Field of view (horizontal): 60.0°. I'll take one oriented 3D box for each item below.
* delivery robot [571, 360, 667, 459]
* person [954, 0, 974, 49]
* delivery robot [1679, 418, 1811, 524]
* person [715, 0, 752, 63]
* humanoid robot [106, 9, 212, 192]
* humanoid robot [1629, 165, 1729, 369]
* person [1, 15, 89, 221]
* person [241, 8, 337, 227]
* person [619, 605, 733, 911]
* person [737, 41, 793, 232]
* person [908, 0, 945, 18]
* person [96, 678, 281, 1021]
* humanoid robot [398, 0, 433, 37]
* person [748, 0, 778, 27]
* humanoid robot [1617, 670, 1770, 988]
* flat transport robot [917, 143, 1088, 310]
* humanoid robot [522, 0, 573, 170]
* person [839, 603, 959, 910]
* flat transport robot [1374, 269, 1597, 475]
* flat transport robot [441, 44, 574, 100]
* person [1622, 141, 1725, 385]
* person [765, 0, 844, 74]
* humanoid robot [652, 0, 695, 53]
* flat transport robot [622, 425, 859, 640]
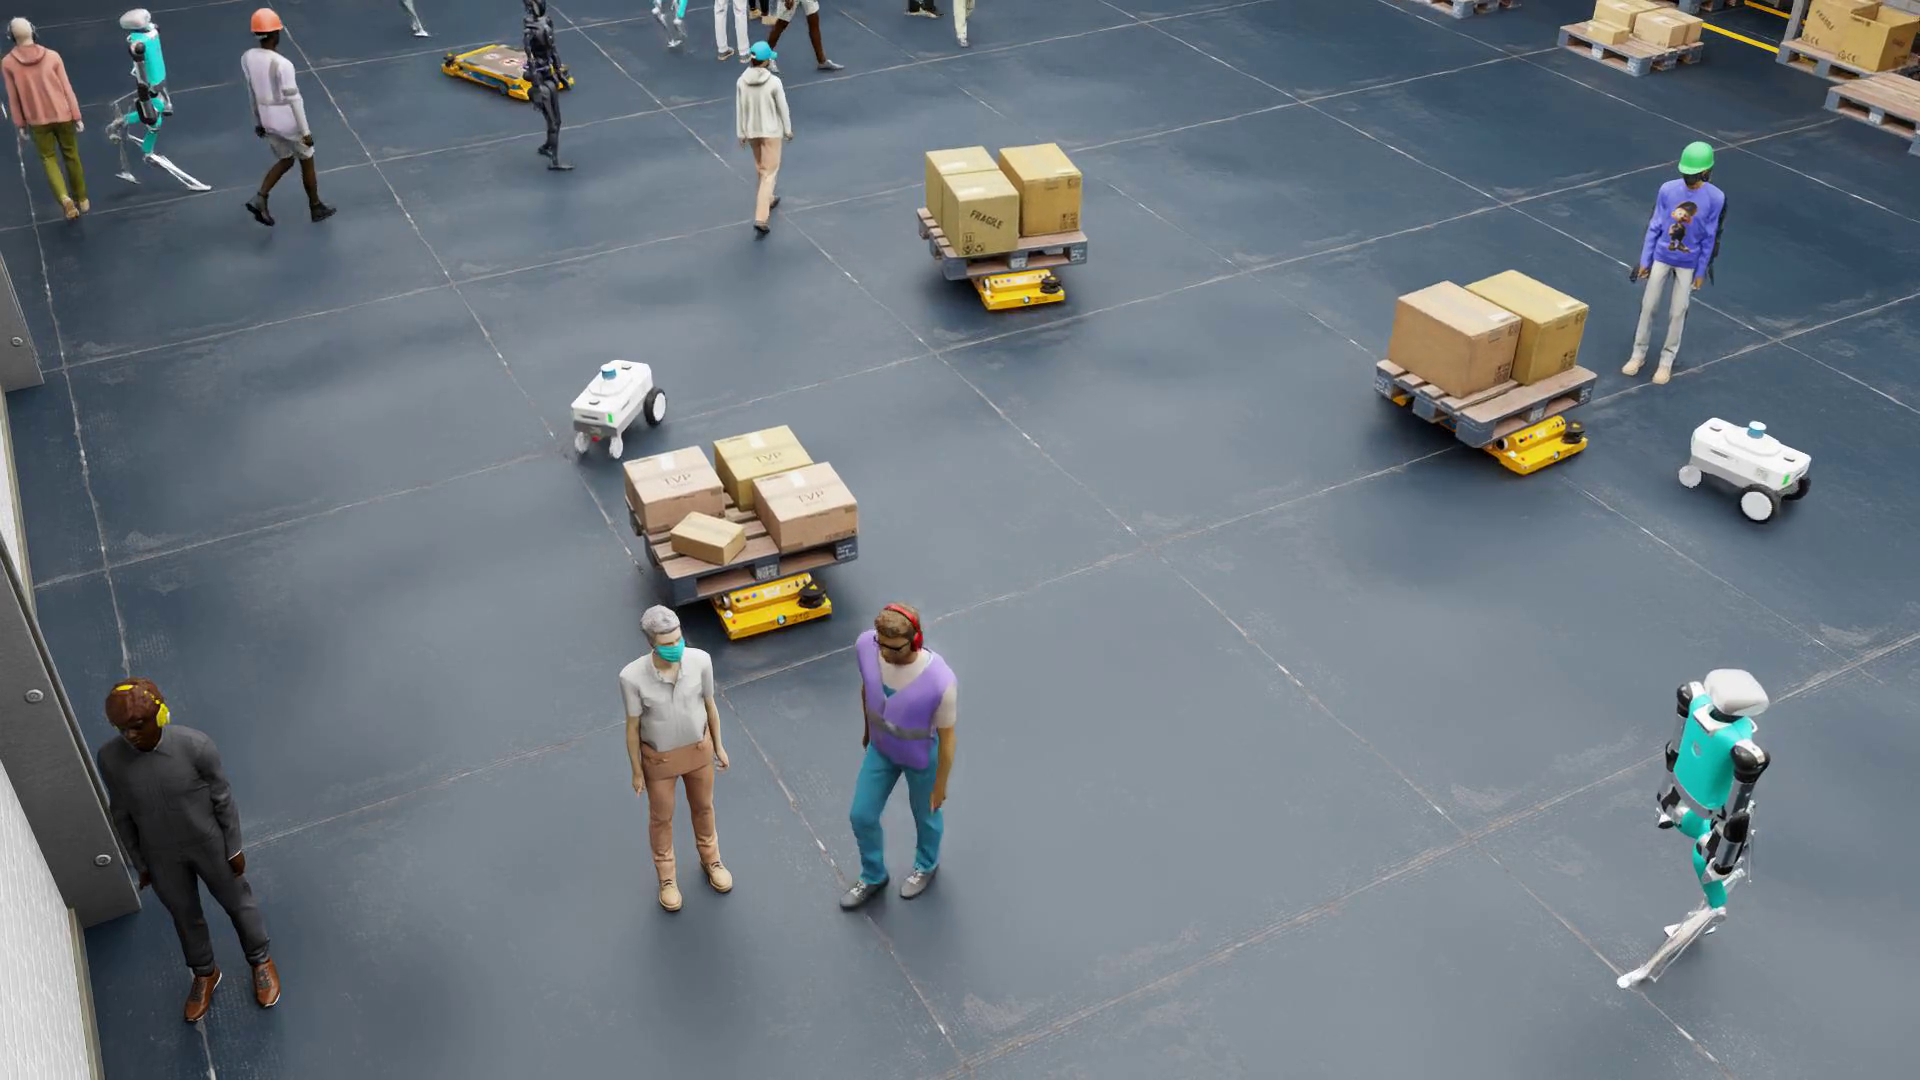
[{"bbox_3d":[-2.466,-0.977,11.871,0.499,0.606,0.807,9,36,13],"label":"delivery robot"},{"bbox_3d":[0.051,-6.570,18.775,0.572,1.795,0.894,-5,35,-6],"label":"person"},{"bbox_3d":[5.307,-0.501,11.196,0.499,0.611,0.814,-27,43,-33],"label":"delivery robot"},{"bbox_3d":[-2.515,-6.154,18.102,0.577,1.878,0.348,13,37,17],"label":"person"},{"bbox_3d":[-7.536,-3.913,15.071,1.042,1.769,0.567,-2,35,-2],"label":"humanoid robot"},{"bbox_3d":[5.399,-2.120,12.523,0.601,1.634,0.531,4,35,6],"label":"humanoid robot"},{"bbox_3d":[-8.023,-3.692,14.642,0.535,1.816,0.708,-18,39,-23],"label":"person"},{"bbox_3d":[-5.952,-3.618,14.456,0.579,1.907,0.687,17,38,23],"label":"person"},{"bbox_3d":[-1.352,1.029,7.956,0.475,1.749,0.320,-16,38,-22],"label":"person"},{"bbox_3d":[-1.745,-3.553,14.599,0.451,1.628,0.823,12,37,16],"label":"person"},{"bbox_3d":[-0.371,-7.062,19.338,0.571,1.942,0.619,-5,35,-7],"label":"person"},{"bbox_3d":[-3.423,1.367,7.366,0.493,1.875,0.356,-8,36,-11],"label":"person"},{"bbox_3d":[-6.345,-6.614,18.875,0.585,1.764,0.886,10,36,14],"label":"humanoid robot"},{"bbox_3d":[-2.312,-6.815,19.206,0.317,1.691,0.533,-26,42,-32],"label":"person"},{"bbox_3d":[3.504,1.304,7.599,0.835,1.794,0.535,-8,36,-11],"label":"humanoid robot"},{"bbox_3d":[0.350,-2.370,14.099,0.659,0.231,1.431,-9,36,-13],"label":"flat transport robot"},{"bbox_3d":[-3.936,-4.359,15.743,0.477,1.641,0.589,7,36,9],"label":"humanoid robot"},{"bbox_3d":[-0.321,1.063,7.843,0.593,1.818,0.694,23,41,29],"label":"person"},{"bbox_3d":[3.769,-0.950,12.072,0.659,0.231,1.431,-21,40,-27],"label":"flat transport robot"},{"bbox_3d":[-4.891,-5.065,17.947,1.431,0.231,0.659,25,42,31],"label":"flat transport robot"},{"bbox_3d":[5.258,-2.048,12.259,0.477,1.859,0.375,21,40,27],"label":"person"},{"bbox_3d":[-1.777,-5.929,17.782,0.883,1.885,0.596,10,36,14],"label":"person"},{"bbox_3d":[-3.156,-6.152,18.262,0.544,1.834,0.761,18,39,24],"label":"humanoid robot"},{"bbox_3d":[-1.376,0.094,10.581,0.659,0.231,1.431,-15,38,-20],"label":"flat transport robot"}]
